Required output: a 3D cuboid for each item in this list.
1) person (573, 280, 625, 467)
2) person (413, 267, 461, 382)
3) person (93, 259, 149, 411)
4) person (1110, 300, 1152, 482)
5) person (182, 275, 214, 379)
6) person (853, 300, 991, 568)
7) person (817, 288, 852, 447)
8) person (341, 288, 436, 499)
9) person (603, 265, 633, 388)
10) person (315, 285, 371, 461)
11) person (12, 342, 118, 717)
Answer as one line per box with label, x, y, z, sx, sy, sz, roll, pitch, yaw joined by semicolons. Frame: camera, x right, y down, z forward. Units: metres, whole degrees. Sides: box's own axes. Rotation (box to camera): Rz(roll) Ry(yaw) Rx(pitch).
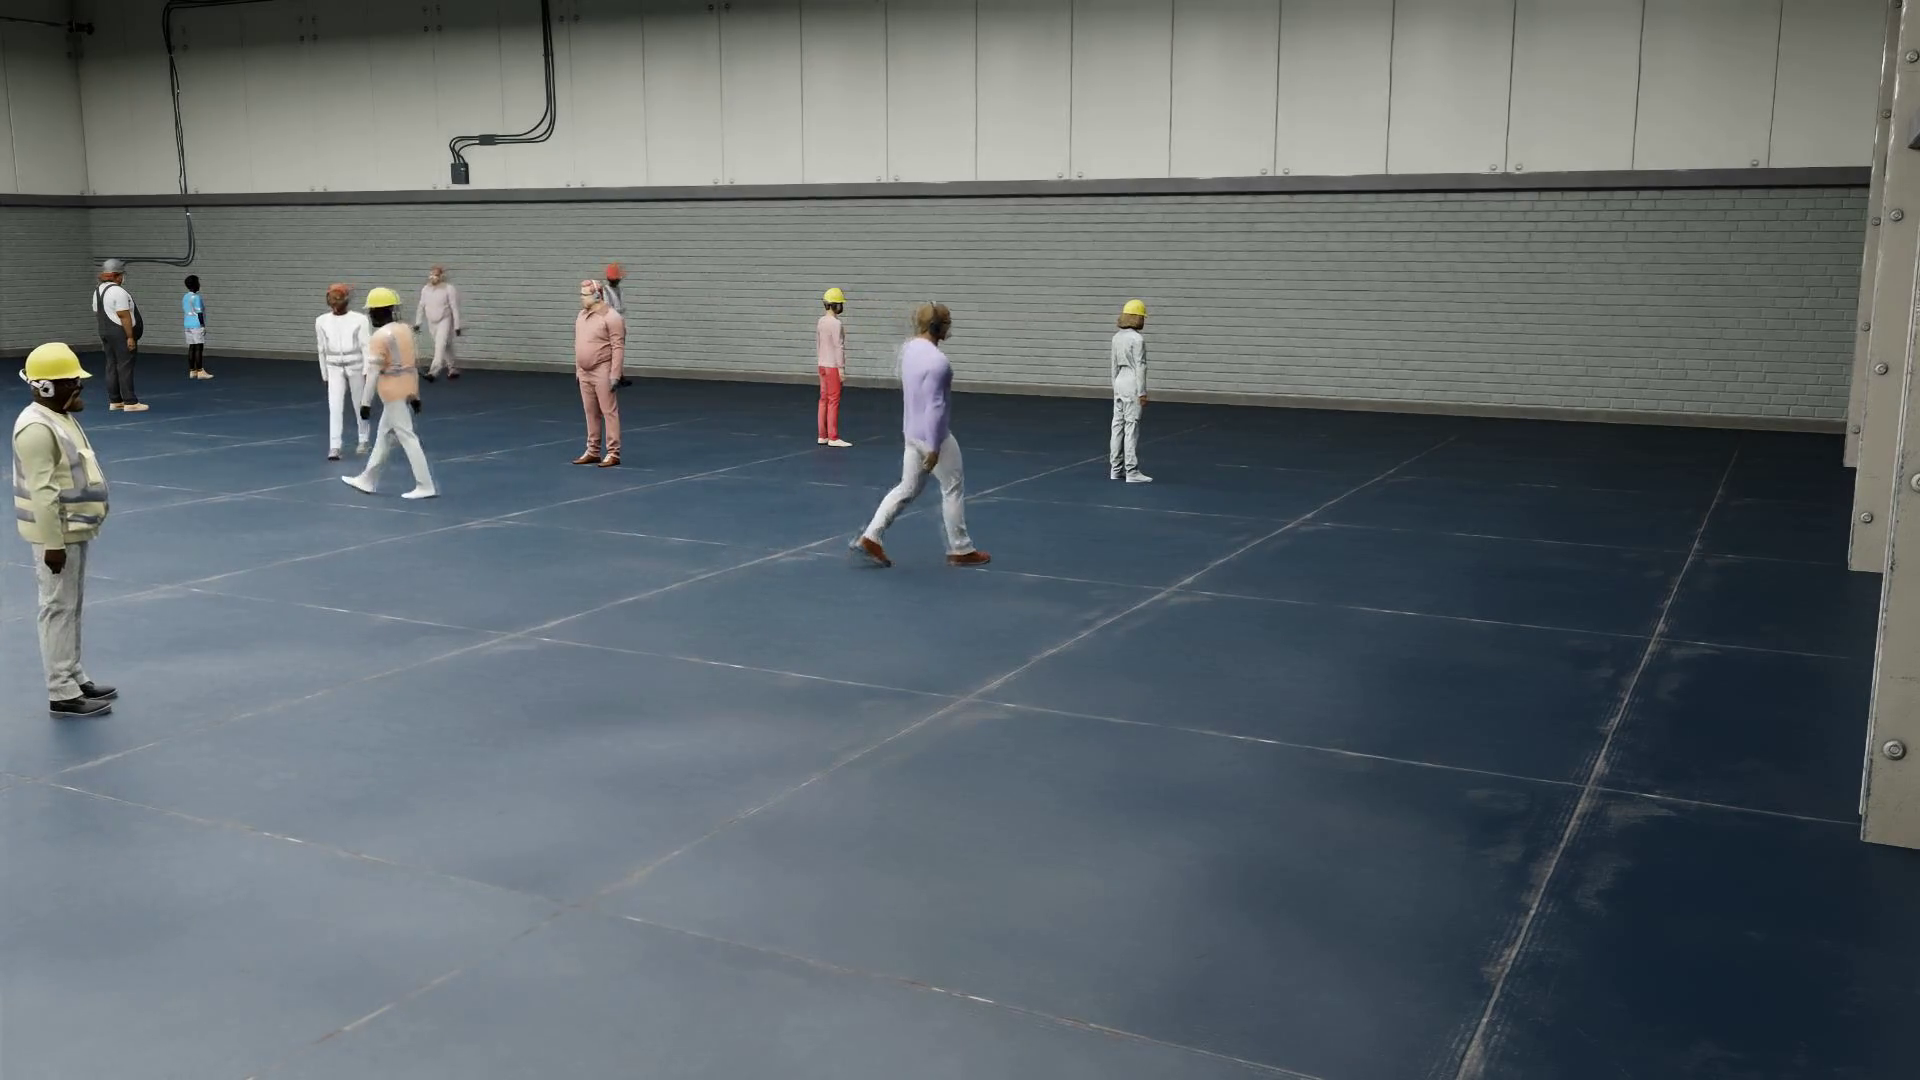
person;-3.714;-1.695;16.971;0.636;1.903;0.404;8;13;37
person;-8.435;-3.484;26.873;0.643;1.844;1.033;5;11;24
person;-11.275;-2.757;22.377;0.684;2.000;0.538;7;13;34
person;1.646;-1.424;15.946;0.311;1.735;0.483;-6;12;-28
person;-12.559;-3.497;27.342;0.537;1.700;0.318;9;14;40
person;-0.270;-0.732;11.704;0.952;1.911;0.628;-5;11;-24
person;-1.410;-1.920;18.566;0.319;1.767;0.534;-6;12;-29
person;-5.152;-1.292;14.811;0.960;1.876;0.618;1;10;4
person;-5.292;-3.304;25.786;0.399;1.900;0.727;5;12;27
person;-6.523;-1.786;17.654;0.577;1.837;0.989;-2;10;-8
person;-4.408;-0.053;8.197;0.404;1.833;0.591;-3;11;-18
